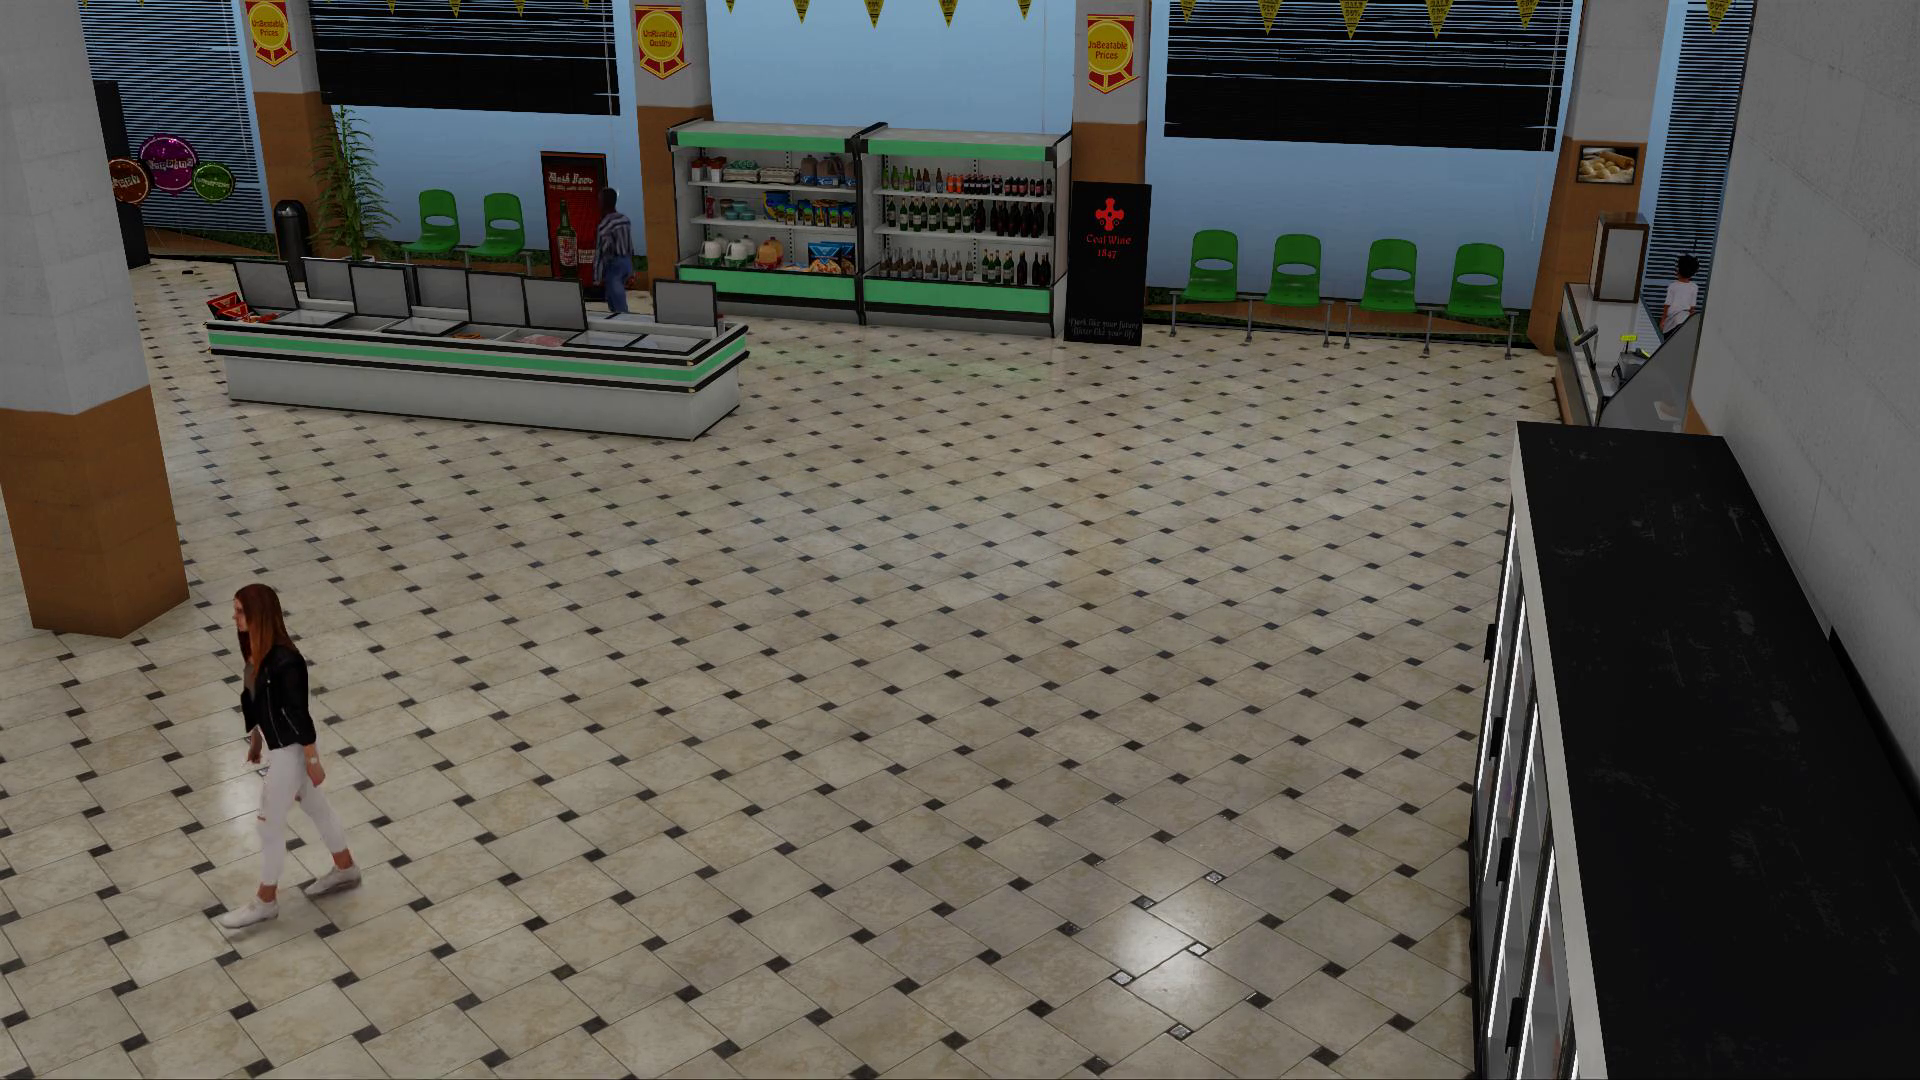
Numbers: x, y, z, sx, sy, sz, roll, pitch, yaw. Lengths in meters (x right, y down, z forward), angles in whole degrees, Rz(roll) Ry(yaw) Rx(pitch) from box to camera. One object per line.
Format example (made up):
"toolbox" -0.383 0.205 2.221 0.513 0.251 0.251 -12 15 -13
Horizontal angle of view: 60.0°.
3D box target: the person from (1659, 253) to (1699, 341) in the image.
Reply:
"person" 7.101 -2.207 16.458 0.529 1.264 0.622 -3 22 -6

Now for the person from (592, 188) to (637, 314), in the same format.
"person" -3.405 -2.669 16.916 0.676 1.778 0.635 7 23 18

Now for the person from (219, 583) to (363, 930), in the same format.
"person" -3.131 0.980 7.960 1.010 1.686 0.976 -15 26 -32
